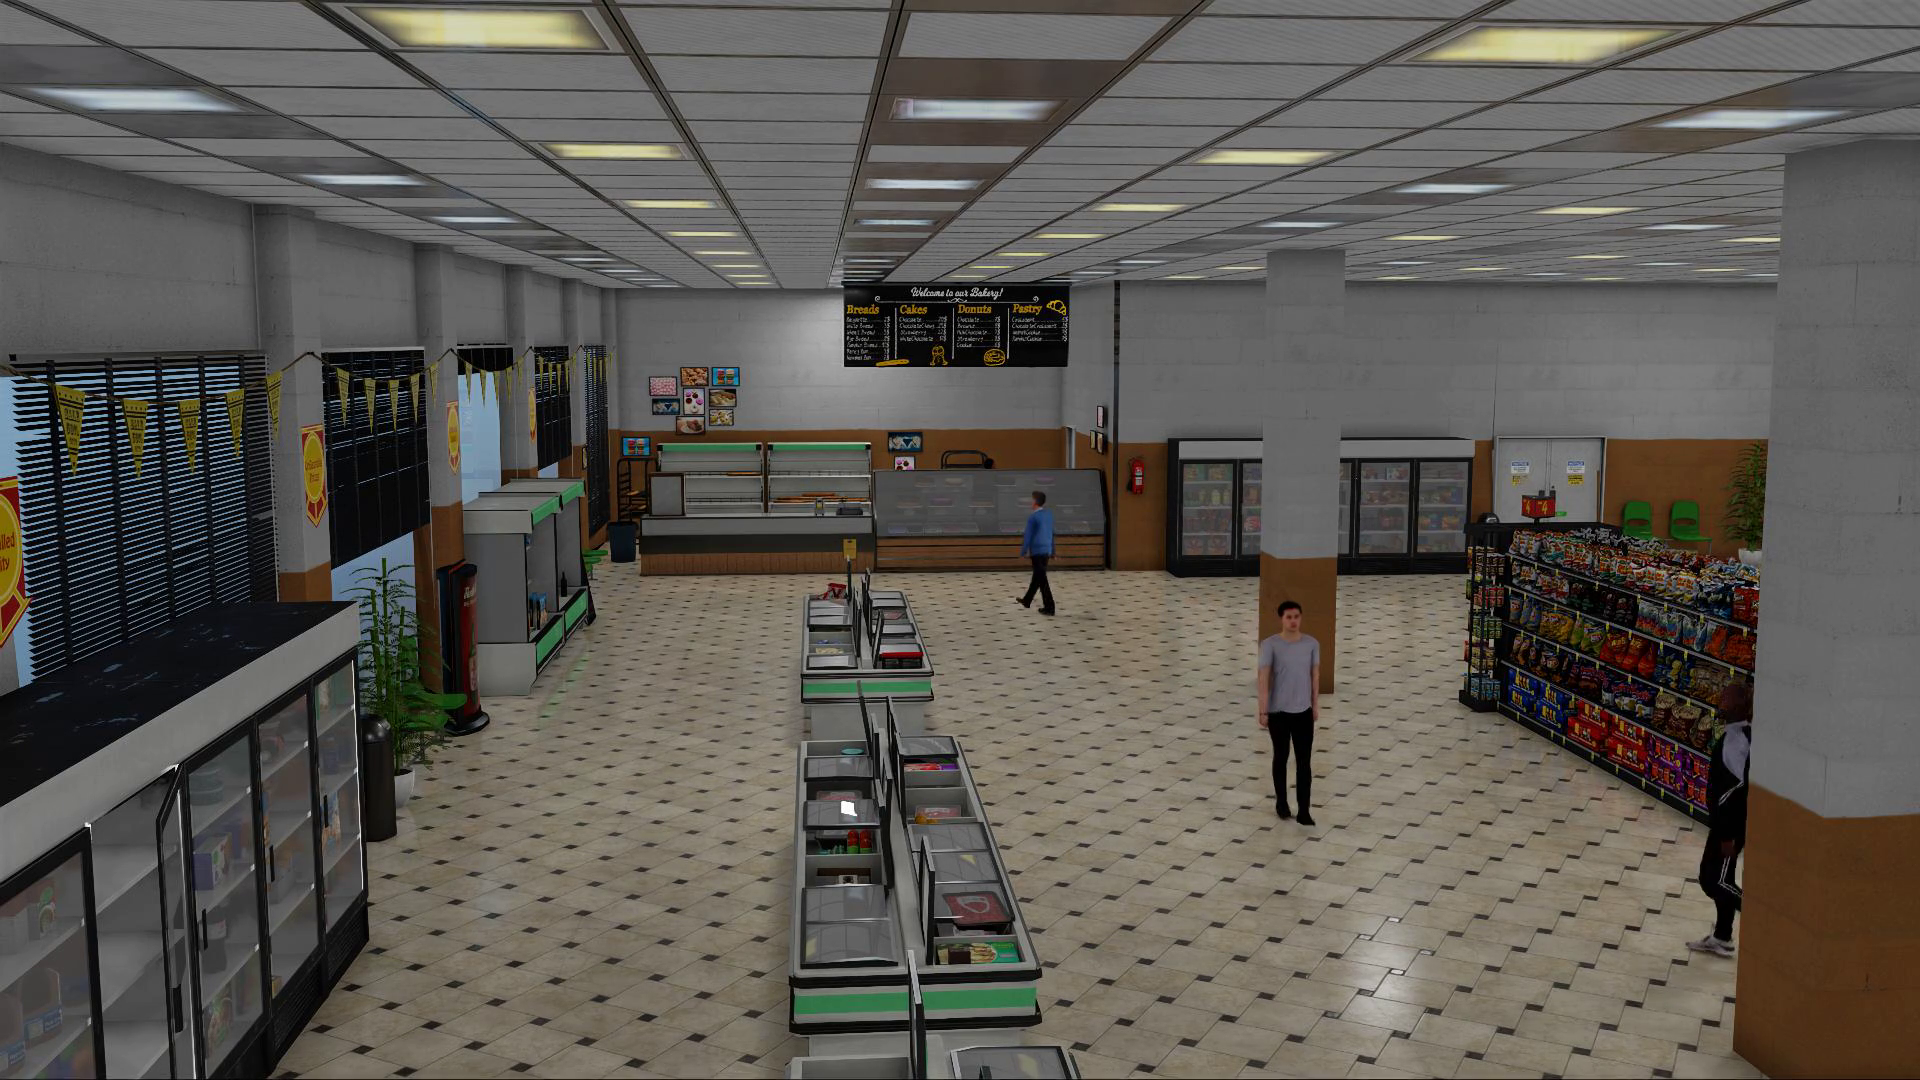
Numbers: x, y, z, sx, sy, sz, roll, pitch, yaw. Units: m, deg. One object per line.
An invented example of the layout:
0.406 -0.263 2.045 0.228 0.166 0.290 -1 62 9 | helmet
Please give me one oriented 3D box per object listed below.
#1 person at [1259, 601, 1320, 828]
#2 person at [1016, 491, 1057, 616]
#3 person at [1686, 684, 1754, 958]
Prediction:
2.737 1.430 13.911 0.715 1.823 0.997 0 7 -1 | person
1.238 0.203 24.215 1.165 1.787 1.088 6 9 42 | person
5.044 1.829 10.666 1.017 1.811 0.965 5 9 37 | person
